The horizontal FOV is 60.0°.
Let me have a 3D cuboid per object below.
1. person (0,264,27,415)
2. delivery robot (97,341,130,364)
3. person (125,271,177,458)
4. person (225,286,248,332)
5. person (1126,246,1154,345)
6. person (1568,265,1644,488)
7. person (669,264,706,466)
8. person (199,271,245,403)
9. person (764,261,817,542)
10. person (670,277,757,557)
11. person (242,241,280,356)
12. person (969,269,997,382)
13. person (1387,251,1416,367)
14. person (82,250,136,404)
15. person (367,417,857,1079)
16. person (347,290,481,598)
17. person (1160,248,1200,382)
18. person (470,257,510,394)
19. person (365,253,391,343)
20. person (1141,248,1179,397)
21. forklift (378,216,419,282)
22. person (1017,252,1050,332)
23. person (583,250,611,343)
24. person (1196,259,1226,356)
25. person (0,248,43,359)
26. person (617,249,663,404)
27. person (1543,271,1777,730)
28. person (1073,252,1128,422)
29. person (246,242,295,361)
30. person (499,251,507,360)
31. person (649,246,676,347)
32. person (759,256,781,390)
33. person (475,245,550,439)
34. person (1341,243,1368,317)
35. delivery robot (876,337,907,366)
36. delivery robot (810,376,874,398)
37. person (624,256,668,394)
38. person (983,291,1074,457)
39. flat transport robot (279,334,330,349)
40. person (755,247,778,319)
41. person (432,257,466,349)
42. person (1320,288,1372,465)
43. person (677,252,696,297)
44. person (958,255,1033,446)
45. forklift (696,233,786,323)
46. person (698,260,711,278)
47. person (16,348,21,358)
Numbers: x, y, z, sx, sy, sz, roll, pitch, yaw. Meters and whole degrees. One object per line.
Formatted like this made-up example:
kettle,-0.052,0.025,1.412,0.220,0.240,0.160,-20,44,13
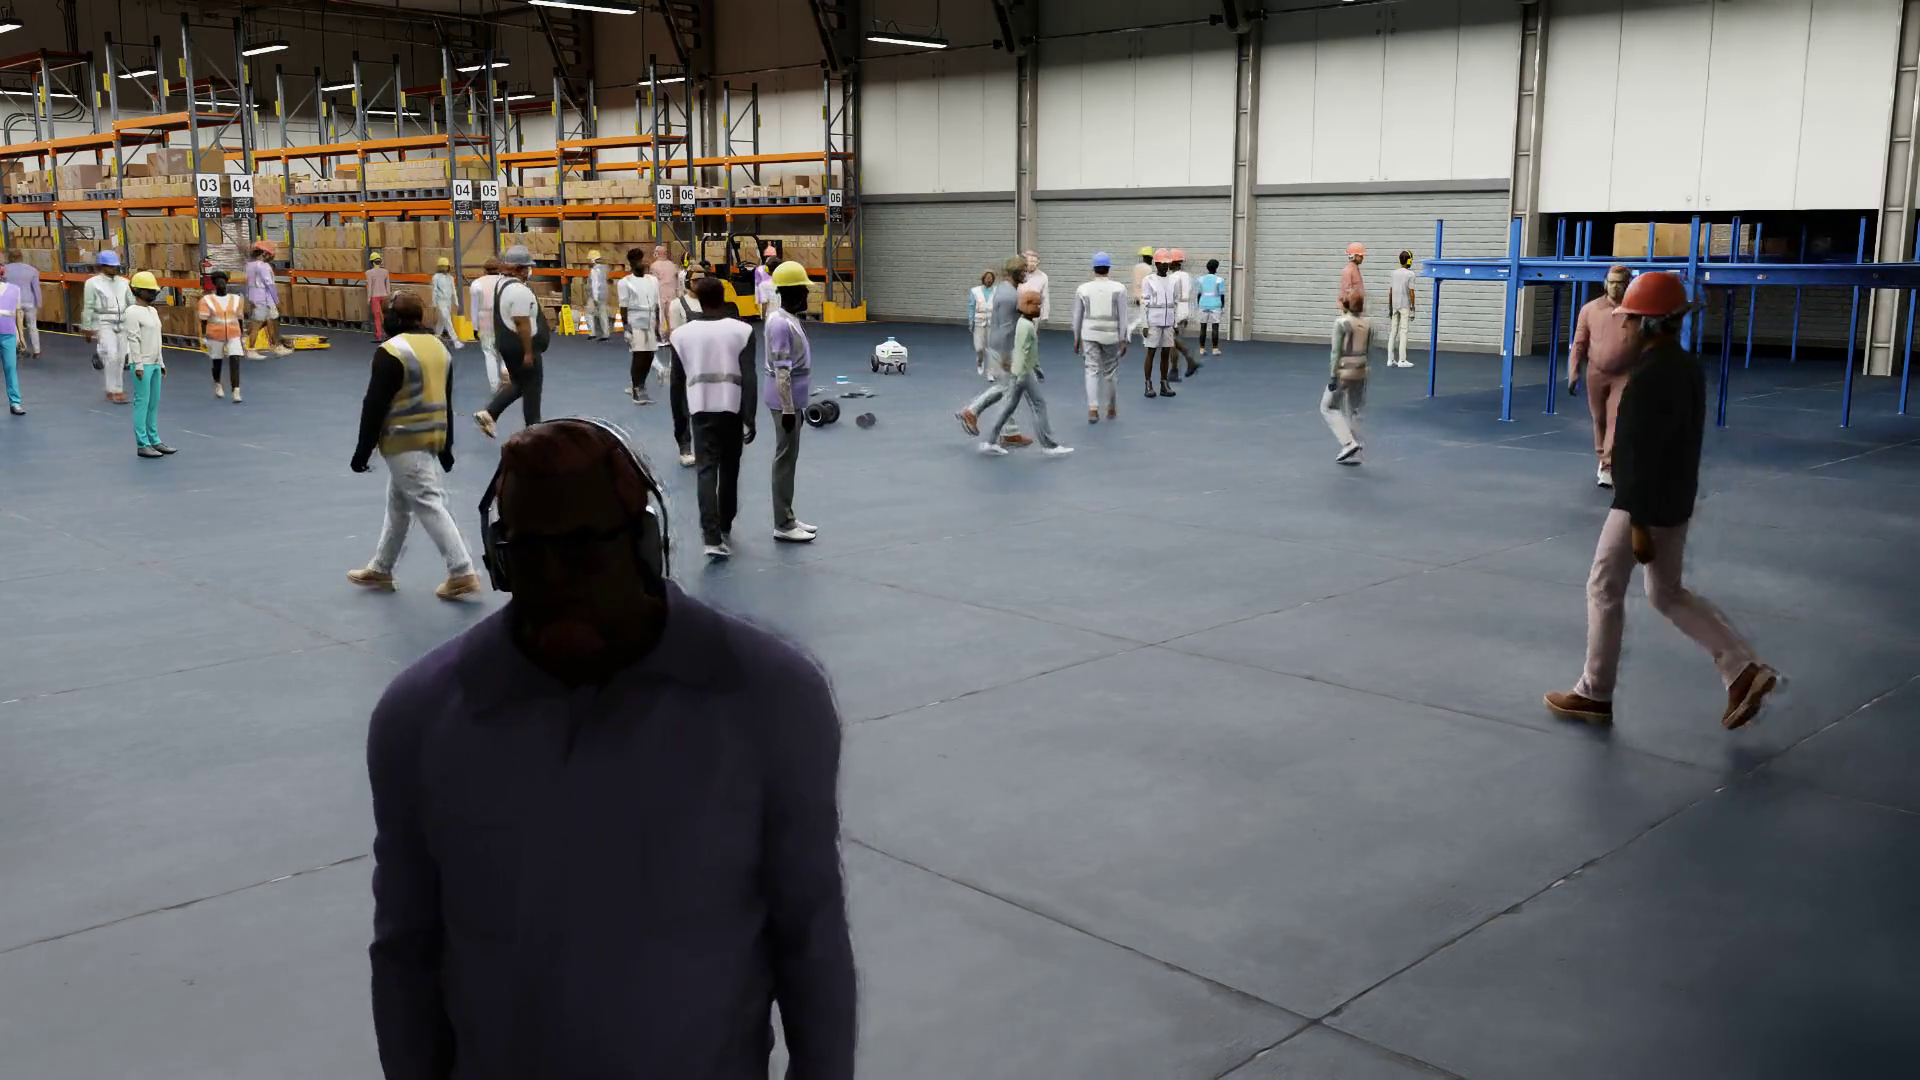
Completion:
person,-11.356,-2.399,19.636,0.563,1.847,0.389,-9,14,-41
delivery robot,-13.445,-3.047,26.561,0.477,0.478,0.707,0,10,3
person,-7.806,-1.692,16.007,0.316,1.767,0.522,0,10,-2
person,-15.886,-5.384,36.498,0.280,1.633,0.499,9,14,40
person,3.494,-4.695,32.009,0.684,1.909,0.593,-3,11,-16
person,5.570,-1.411,14.239,0.661,1.862,0.993,6,12,31
person,-2.431,-1.619,15.388,0.509,1.846,0.342,-9,14,-41
person,-9.459,-2.619,21.325,0.538,1.667,0.797,-7,12,-33
person,-1.182,-0.969,11.613,0.360,1.930,0.584,0,10,-1
person,-1.656,-0.835,11.176,0.595,1.833,1.086,-1,10,-4
person,-12.268,-4.231,29.189,0.811,2.011,0.638,-6,12,-31
person,0.392,-3.140,24.289,0.528,1.618,0.547,0,10,1
person,7.146,-3.735,26.894,0.319,1.864,0.516,-8,13,-37
person,-10.597,-2.665,20.874,0.643,1.918,0.642,6,12,28
person,-0.474,0.756,2.323,0.657,1.884,0.650,-1,10,-3
person,-3.234,-0.563,9.771,0.959,1.800,0.619,2,11,11
person,3.171,-3.268,24.192,0.491,1.924,0.551,6,12,30
person,-6.201,-2.858,22.208,0.631,1.824,0.637,-3,11,-15
person,-11.542,-4.805,32.976,0.329,1.767,0.529,8,13,36
person,2.649,-2.860,21.907,0.549,1.937,0.358,-4,11,-22
forklift,-17.868,-9.201,54.028,1.873,2.768,1.129,-10,14,-44
person,1.019,-3.311,24.564,0.657,1.858,0.947,-2,11,-13
person,-7.251,-4.820,32.952,0.641,1.811,0.605,2,11,12
person,4.444,-4.113,29.420,0.534,1.687,0.336,5,12,26
person,-15.982,-4.016,28.321,0.645,1.909,0.796,-6,12,-29
person,-4.066,-2.704,21.123,0.412,1.953,0.634,8,13,39
person,3.006,-0.151,7.052,0.615,1.966,0.844,-9,14,-41
person,1.611,-2.320,19.027,0.625,1.934,0.663,2,11,10
person,-11.840,-4.080,28.433,0.992,1.980,0.706,-10,14,-43
person,-7.497,-3.926,27.983,0.683,1.852,0.348,6,12,29
person,-5.680,-4.626,31.625,0.404,1.904,0.651,7,12,33
person,-2.428,-2.887,22.326,0.526,1.845,0.785,-5,12,-26
person,-4.484,-1.952,16.787,0.704,2.000,0.691,-7,13,-35
person,5.947,-3.491,25.186,0.386,1.992,0.625,5,12,26
delivery robot,-1.061,-2.899,25.753,0.477,0.478,0.707,-3,11,-17
delivery robot,-1.322,-1.715,18.588,0.698,0.223,0.335,3,11,14
person,-4.254,-2.927,22.489,0.587,1.864,0.806,8,13,36
person,0.628,-1.594,15.963,0.870,1.586,0.514,-1,10,-3
flat transport robot,-12.467,-3.769,31.527,0.652,0.197,1.431,-7,13,-34
person,-3.396,-4.284,29.768,0.562,1.889,0.952,-1,10,-7
person,-9.631,-4.441,31.176,0.892,1.689,0.501,5,12,27
person,3.572,-1.502,15.350,0.541,1.626,0.376,-8,13,-38
person,-4.271,-3.696,26.721,0.847,1.834,0.540,0,10,3
person,0.373,-1.912,16.799,0.666,1.916,0.648,0,10,0
forklift,-5.496,-6.489,41.108,2.313,2.155,1.214,-10,14,-44
person,-4.239,-3.814,27.763,0.315,1.696,0.540,10,14,43
person,-16.168,-3.865,27.511,0.931,1.903,0.562,-8,13,-37
